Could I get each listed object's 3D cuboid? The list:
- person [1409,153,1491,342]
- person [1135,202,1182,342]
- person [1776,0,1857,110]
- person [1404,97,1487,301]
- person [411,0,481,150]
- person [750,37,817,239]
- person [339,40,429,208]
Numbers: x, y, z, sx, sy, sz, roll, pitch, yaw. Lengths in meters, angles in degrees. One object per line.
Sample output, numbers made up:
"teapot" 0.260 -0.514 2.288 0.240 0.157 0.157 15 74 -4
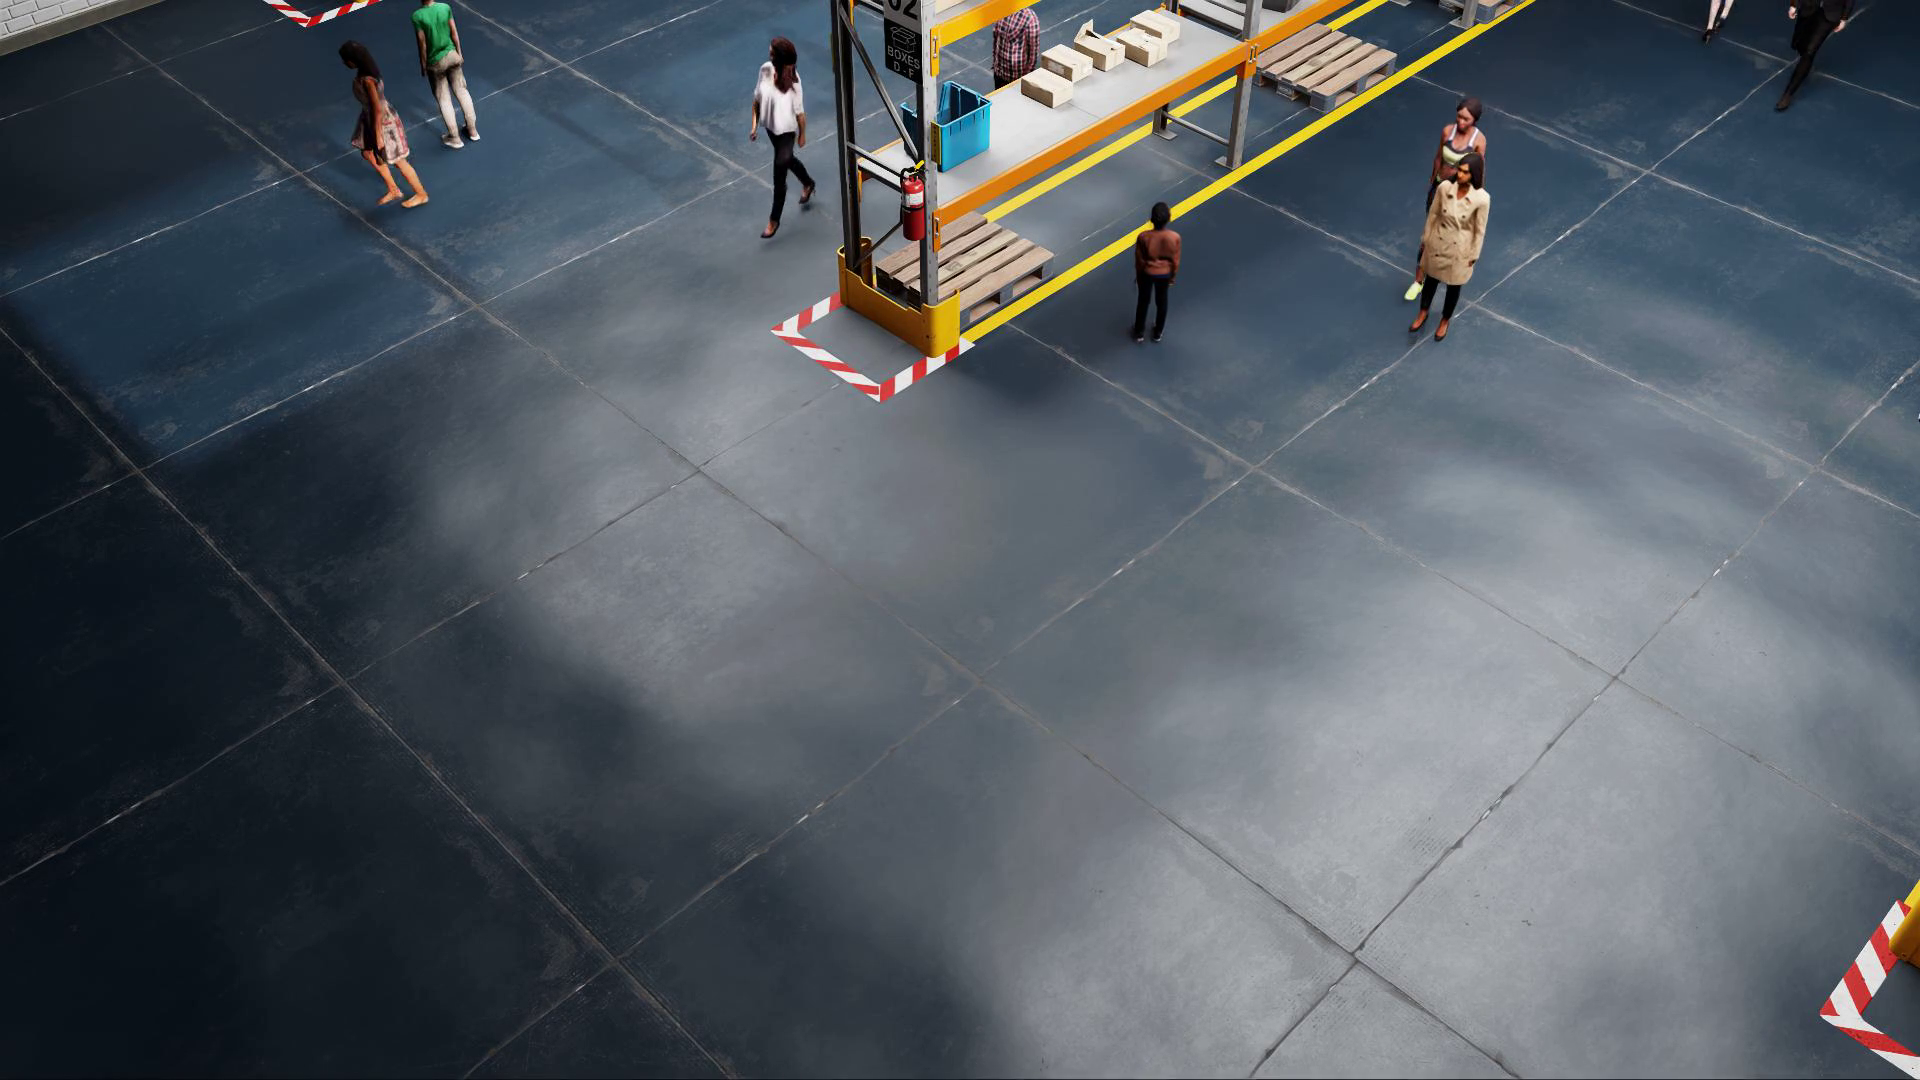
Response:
"person" 3.915 -2.333 13.248 0.673 1.680 0.561 29 50 27
"person" 1.567 -2.150 13.366 0.577 1.253 0.639 -1 44 -1
"person" 8.355 -5.156 16.076 0.737 1.868 1.126 31 52 28
"person" 4.125 -2.896 13.819 0.725 1.709 1.168 25 49 24
"person" -4.824 -4.465 15.508 0.644 1.651 0.449 34 53 30
"person" -1.507 -3.578 14.503 0.661 1.752 1.092 30 51 27
"person" -5.034 -3.695 14.731 0.870 1.607 0.796 -20 47 -19
